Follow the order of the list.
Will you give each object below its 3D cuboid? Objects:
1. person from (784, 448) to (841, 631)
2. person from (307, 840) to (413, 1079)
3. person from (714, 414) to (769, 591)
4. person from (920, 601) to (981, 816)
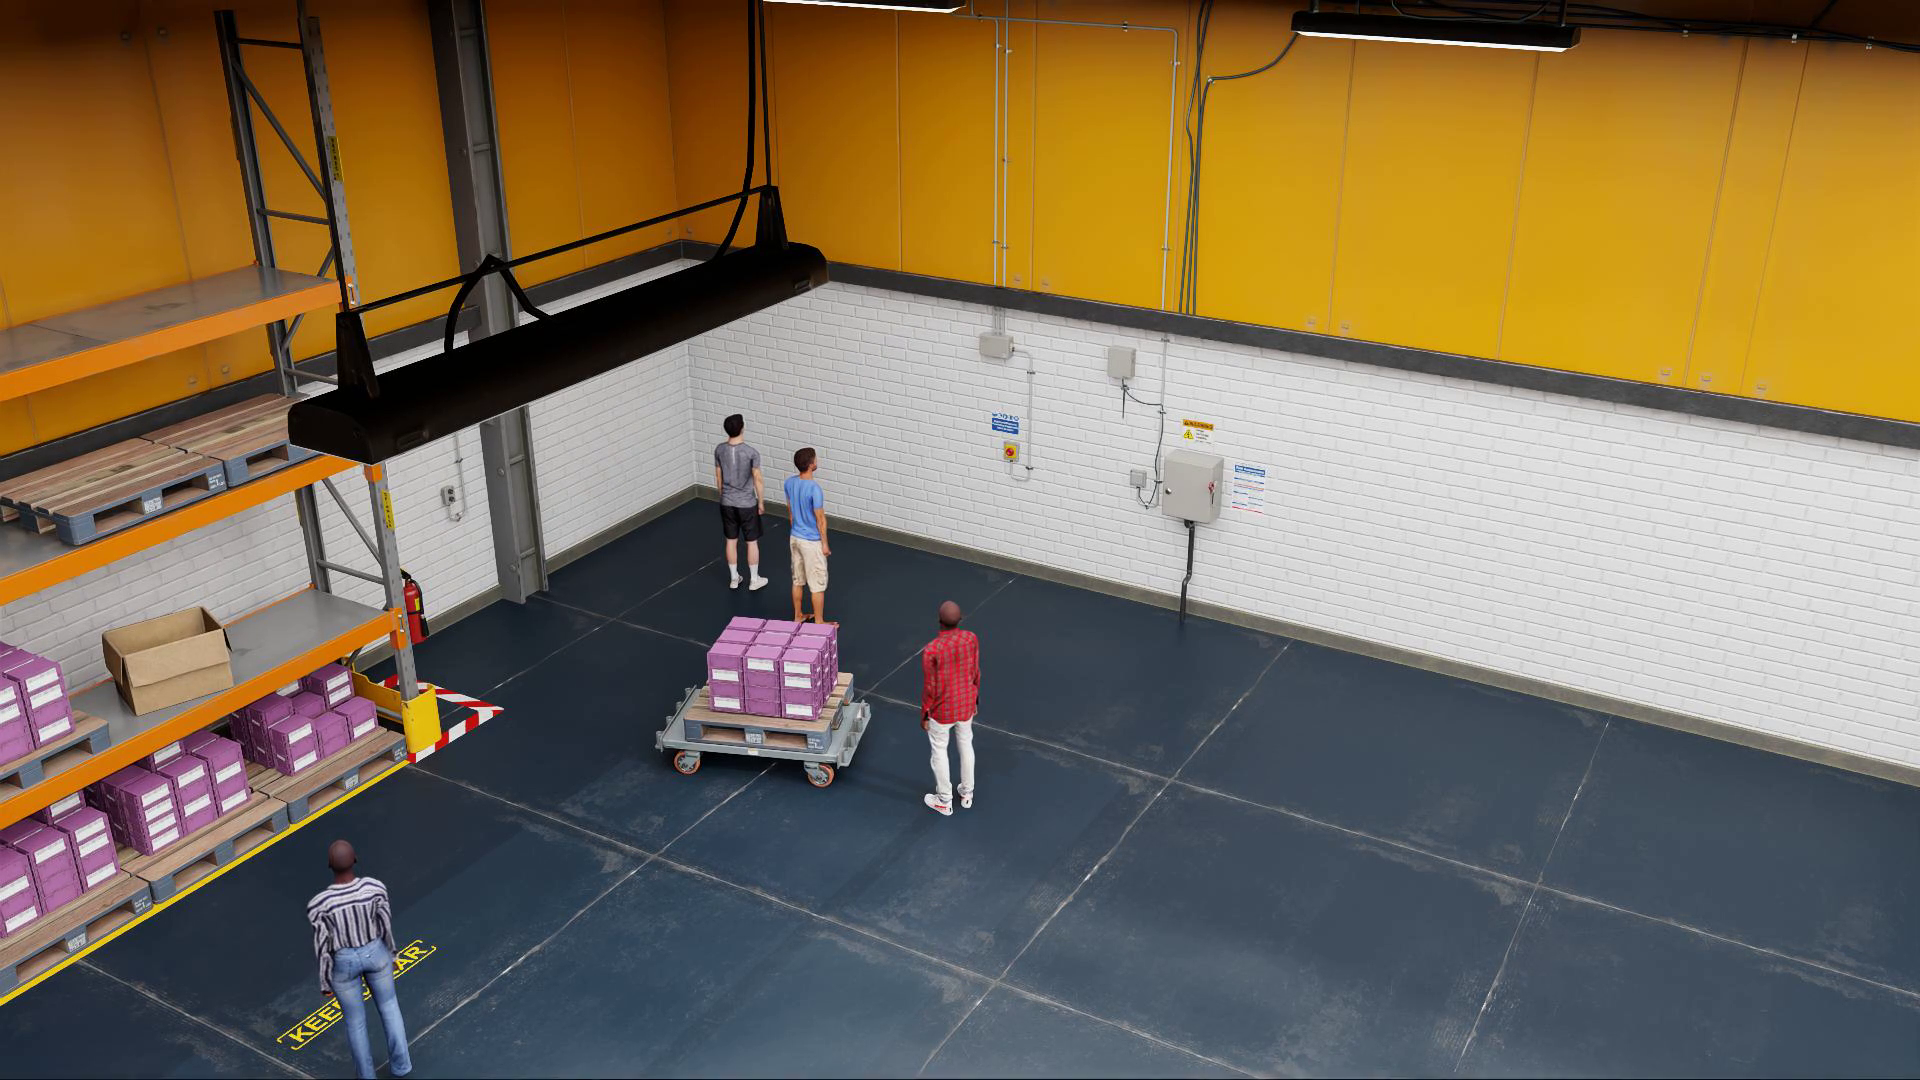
[{"bbox_3d":[-1.466,-0.003,15.997,0.695,1.863,0.632,19,30,37],"label":"person"},{"bbox_3d":[-3.647,2.603,10.121,0.624,1.795,0.768,-16,28,-32],"label":"person"},{"bbox_3d":[-2.245,-0.386,16.863,0.700,1.871,0.637,7,25,16],"label":"person"},{"bbox_3d":[-0.069,1.299,13.072,0.711,1.820,0.813,-11,26,-24],"label":"person"}]
